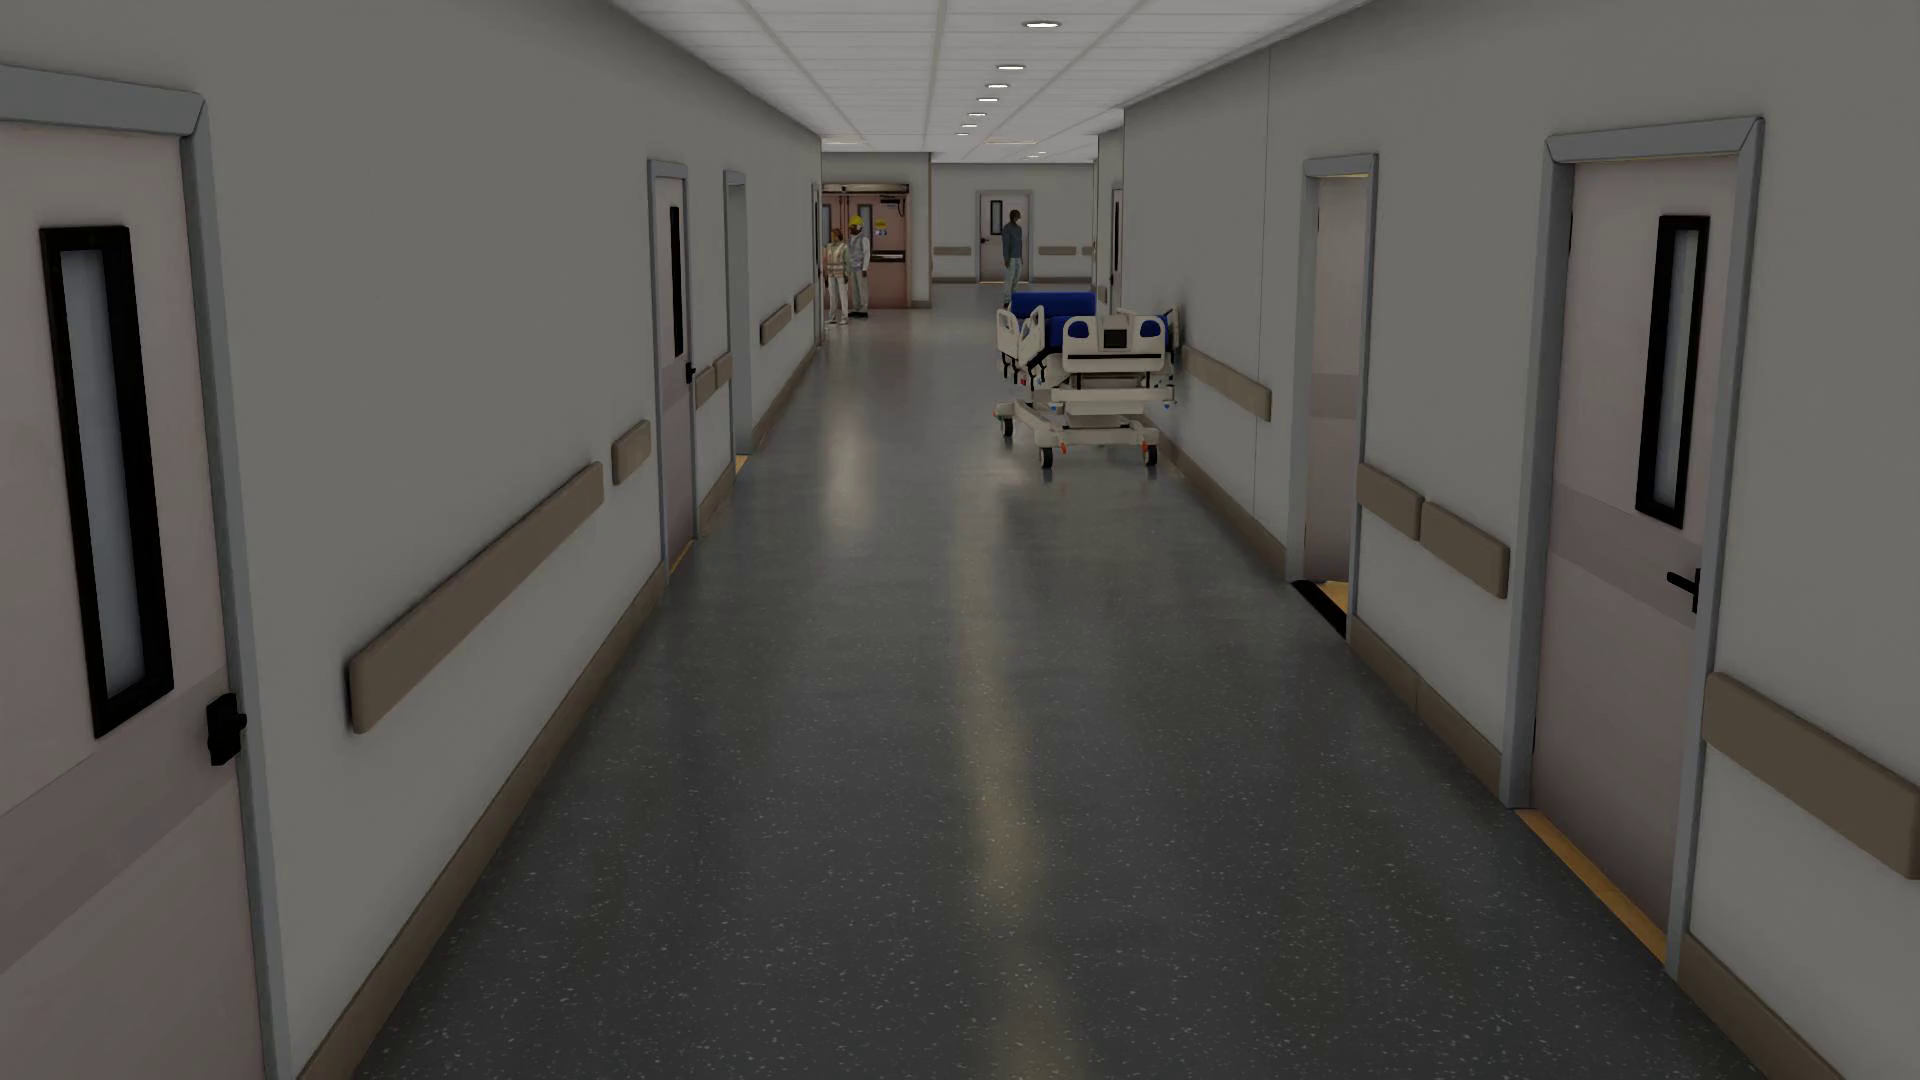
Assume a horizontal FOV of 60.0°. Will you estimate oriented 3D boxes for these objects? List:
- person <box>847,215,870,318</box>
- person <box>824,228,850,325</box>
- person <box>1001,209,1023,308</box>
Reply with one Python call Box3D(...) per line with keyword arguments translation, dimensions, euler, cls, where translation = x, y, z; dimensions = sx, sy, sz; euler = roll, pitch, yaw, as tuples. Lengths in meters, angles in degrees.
Box3D(translation=(-1.846, -4.916, 29.957), dimensions=(0.404, 1.833, 0.592), euler=(-7, 14, -32), cls="person")
Box3D(translation=(-2.097, -4.504, 28.424), dimensions=(0.514, 1.640, 0.310), euler=(8, 14, 33), cls="person")
Box3D(translation=(1.036, -5.529, 32.718), dimensions=(0.374, 1.930, 0.637), euler=(7, 14, 31), cls="person")
